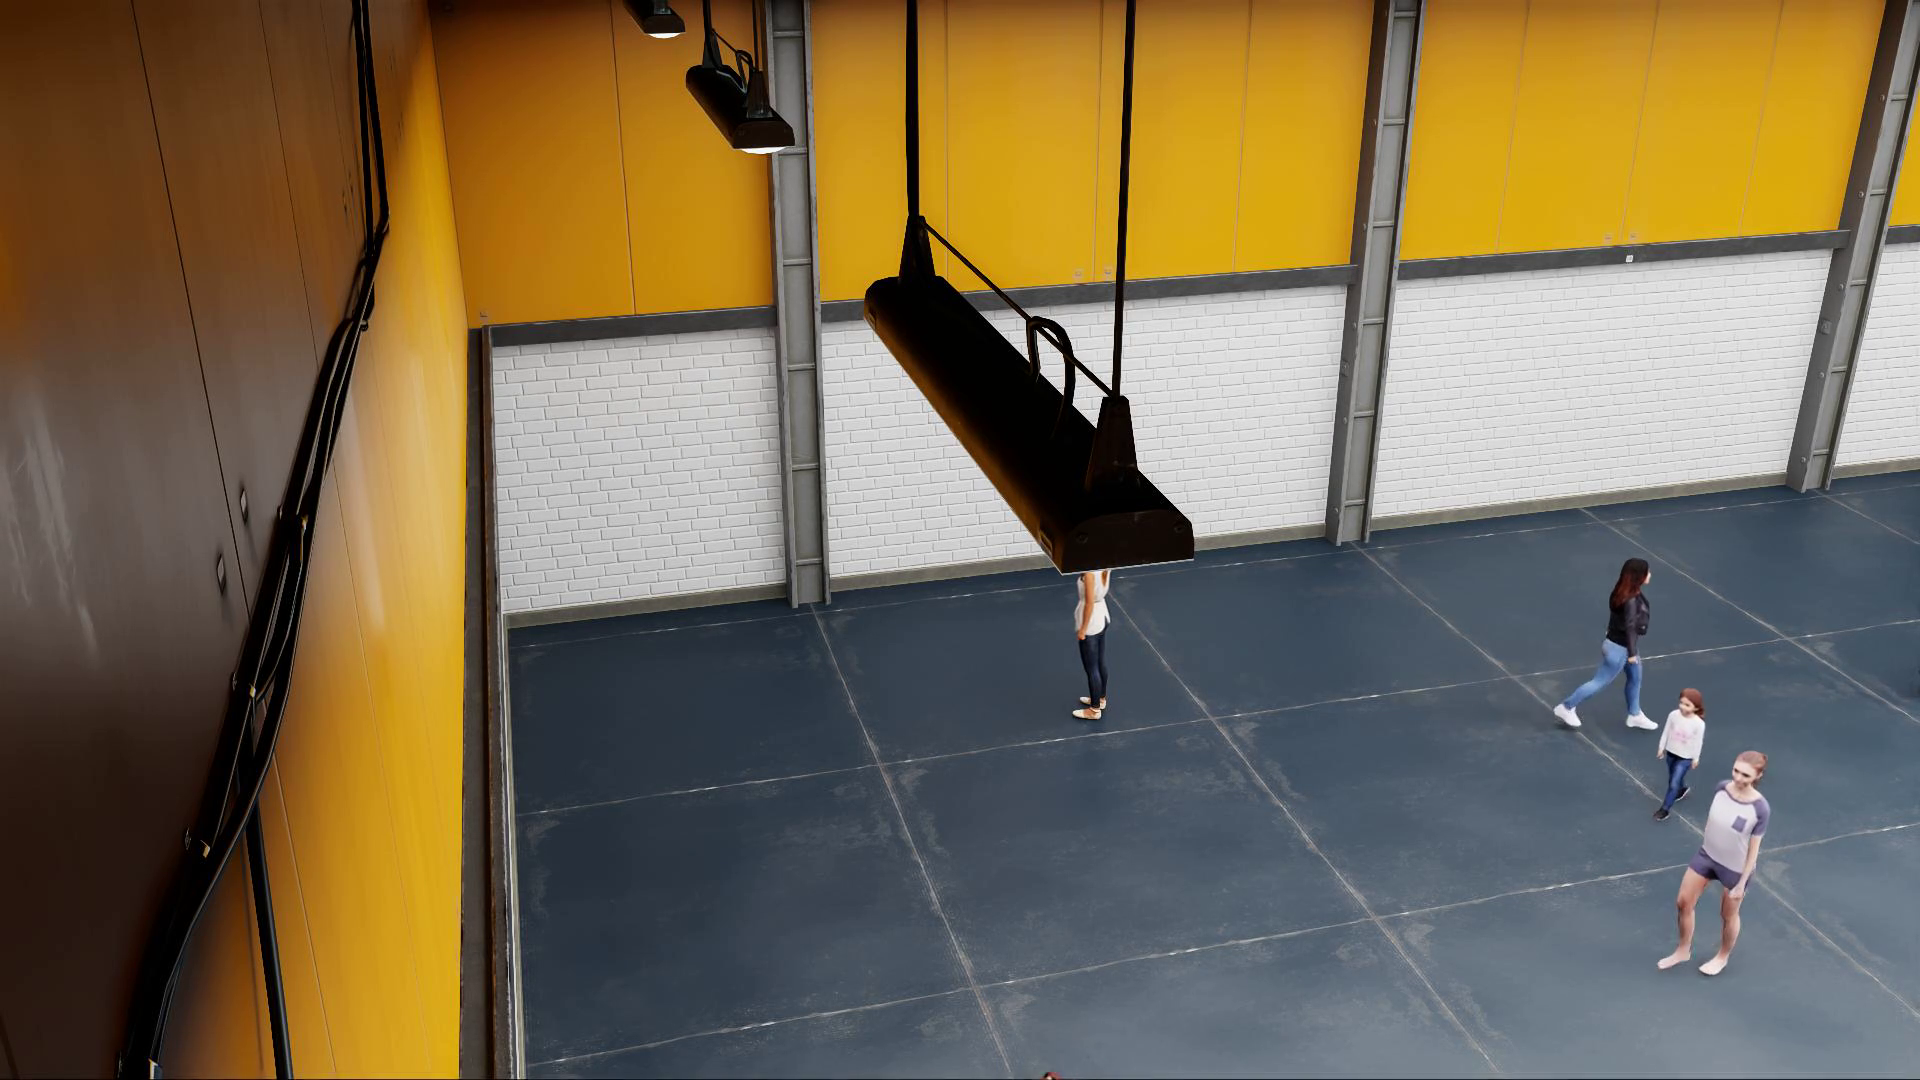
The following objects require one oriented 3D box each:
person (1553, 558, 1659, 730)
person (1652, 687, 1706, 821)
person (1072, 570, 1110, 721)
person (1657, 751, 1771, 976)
[{"bbox_3d":[5.547,0.917,14.196,1.212,1.593,1.019,6,24,14],"label":"person"},{"bbox_3d":[5.724,1.654,13.142,0.853,1.086,0.642,-16,28,-33],"label":"person"},{"bbox_3d":[1.167,0.718,14.412,0.722,1.785,0.685,10,26,22],"label":"person"},{"bbox_3d":[5.211,2.156,11.165,0.783,1.750,0.677,-13,27,-27],"label":"person"}]
